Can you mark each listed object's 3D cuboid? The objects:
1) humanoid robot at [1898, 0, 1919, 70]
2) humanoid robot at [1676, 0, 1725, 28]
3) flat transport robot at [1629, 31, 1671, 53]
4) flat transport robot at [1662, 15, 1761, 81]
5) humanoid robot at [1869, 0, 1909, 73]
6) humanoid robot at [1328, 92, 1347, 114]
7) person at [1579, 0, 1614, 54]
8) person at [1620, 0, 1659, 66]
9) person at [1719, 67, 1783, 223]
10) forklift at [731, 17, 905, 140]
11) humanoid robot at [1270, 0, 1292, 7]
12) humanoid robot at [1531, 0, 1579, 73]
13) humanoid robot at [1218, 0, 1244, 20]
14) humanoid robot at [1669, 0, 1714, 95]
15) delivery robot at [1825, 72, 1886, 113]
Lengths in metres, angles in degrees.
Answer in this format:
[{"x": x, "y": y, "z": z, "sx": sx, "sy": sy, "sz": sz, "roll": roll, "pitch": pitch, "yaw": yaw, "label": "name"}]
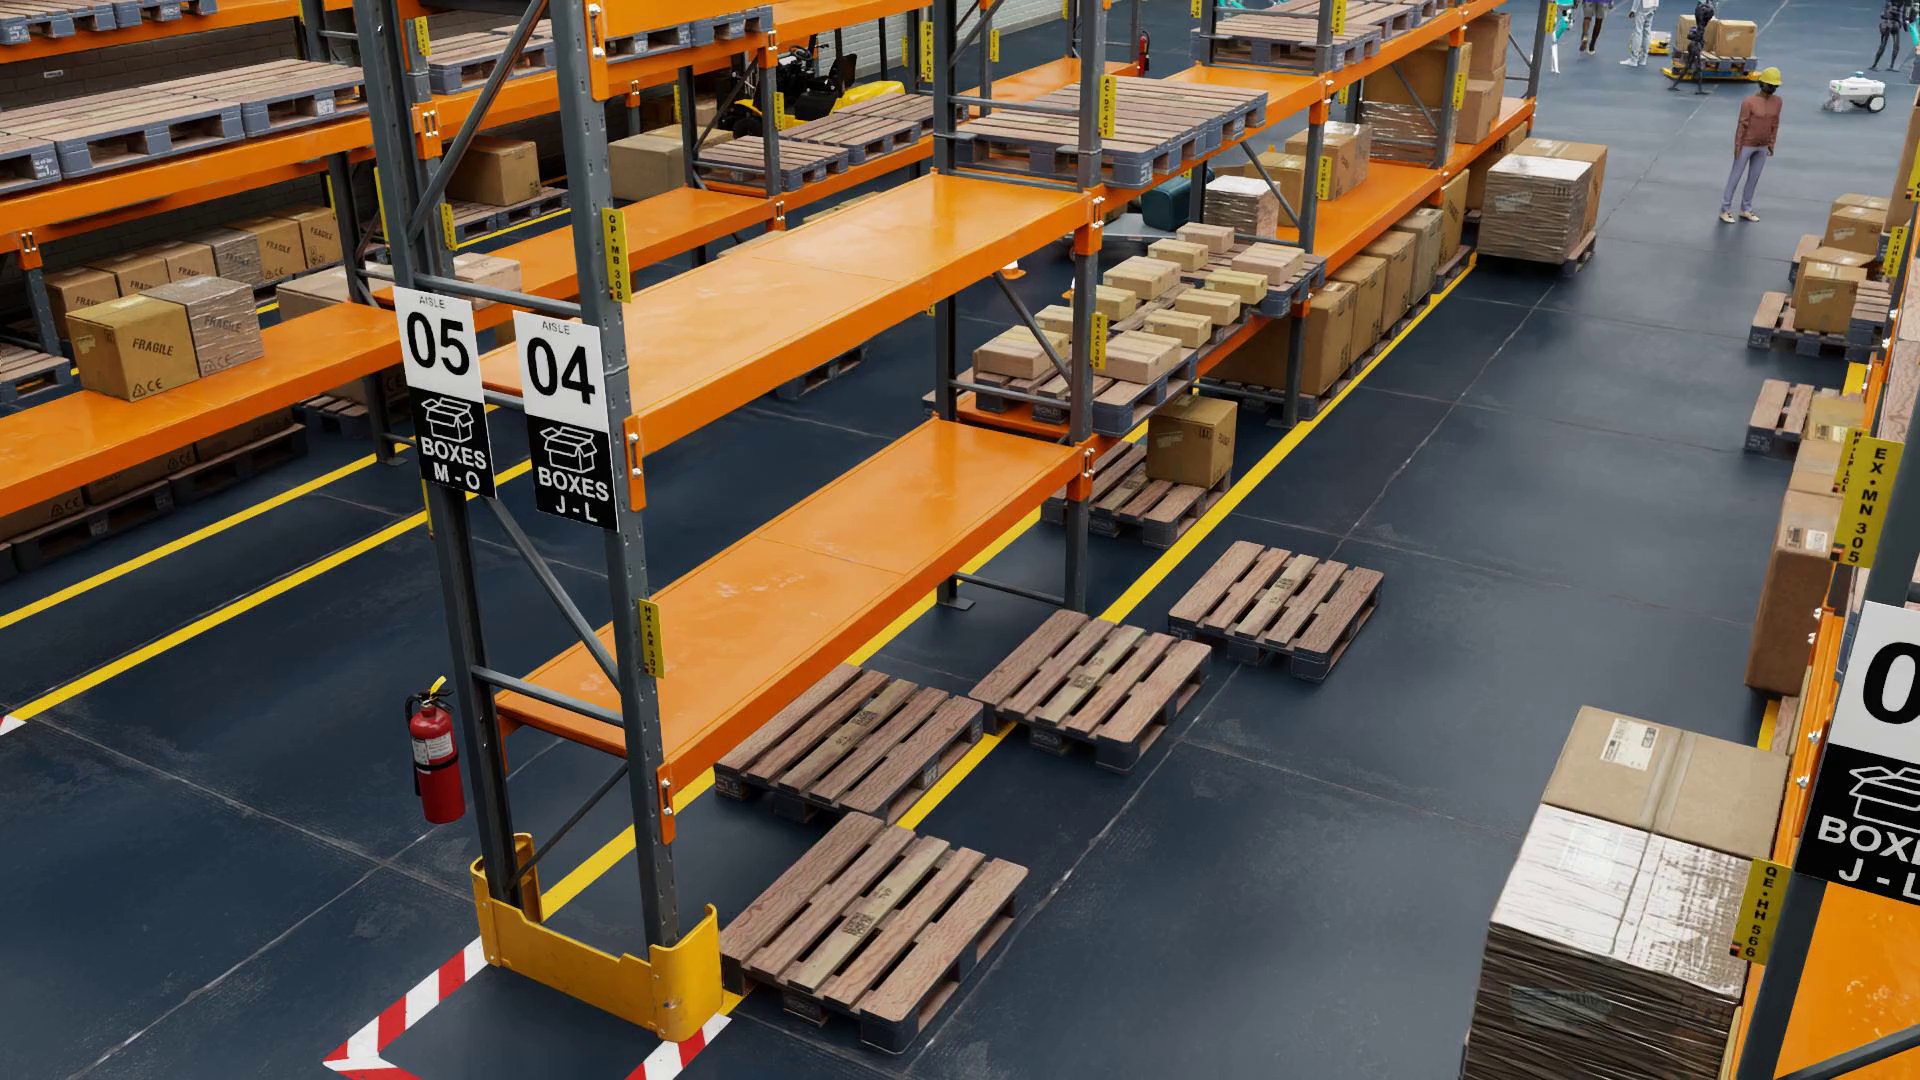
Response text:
[{"x": 16.070, "y": -8.678, "z": 27.700, "sx": 0.534, "sy": 1.798, "sz": 0.726, "roll": -8, "pitch": 27, "yaw": -17, "label": "humanoid robot"}, {"x": 14.334, "y": -10.600, "z": 31.723, "sx": 1.007, "sy": 1.764, "sz": 0.531, "roll": -2, "pitch": 26, "yaw": -4, "label": "humanoid robot"}, {"x": 12.474, "y": -9.003, "z": 30.050, "sx": 0.659, "sy": 0.231, "sz": 1.431, "roll": 10, "pitch": 27, "yaw": 20, "label": "flat transport robot"}, {"x": 12.396, "y": -7.724, "z": 27.392, "sx": 1.431, "sy": 0.231, "sz": 0.659, "roll": 2, "pitch": 26, "yaw": 5, "label": "flat transport robot"}, {"x": 15.570, "y": -8.641, "z": 27.675, "sx": 0.590, "sy": 1.652, "sz": 0.409, "roll": -13, "pitch": 29, "yaw": -25, "label": "humanoid robot"}, {"x": 5.660, "y": -7.143, "z": 24.621, "sx": 0.792, "sy": 1.628, "sz": 0.600, "roll": -12, "pitch": 28, "yaw": -23, "label": "humanoid robot"}, {"x": 11.218, "y": -9.526, "z": 29.202, "sx": 0.599, "sy": 1.946, "sz": 0.504, "roll": 11, "pitch": 28, "yaw": 22, "label": "person"}, {"x": 11.626, "y": -9.041, "z": 28.228, "sx": 0.589, "sy": 1.919, "sz": 0.392, "roll": -15, "pitch": 29, "yaw": -28, "label": "person"}, {"x": 9.069, "y": -4.496, "z": 18.974, "sx": 0.517, "sy": 1.759, "sz": 0.344, "roll": -6, "pitch": 26, "yaw": -13, "label": "person"}, {"x": -1.819, "y": -5.975, "z": 21.543, "sx": 2.313, "sy": 2.155, "sz": 1.214, "roll": 14, "pitch": 29, "yaw": 26, "label": "forklift"}, {"x": 5.978, "y": -10.039, "z": 30.522, "sx": 0.692, "sy": 1.807, "sz": 0.542, "roll": 18, "pitch": 31, "yaw": 33, "label": "humanoid robot"}, {"x": 9.928, "y": -8.779, "z": 27.916, "sx": 0.535, "sy": 1.768, "sz": 0.970, "roll": -5, "pitch": 26, "yaw": -10, "label": "humanoid robot"}, {"x": 4.989, "y": -10.057, "z": 30.568, "sx": 0.877, "sy": 1.785, "sz": 0.549, "roll": -16, "pitch": 30, "yaw": -30, "label": "humanoid robot"}, {"x": 11.571, "y": -7.820, "z": 26.011, "sx": 0.645, "sy": 1.636, "sz": 0.617, "roll": 14, "pitch": 29, "yaw": 26, "label": "humanoid robot"}, {"x": 13.458, "y": -6.725, "z": 24.967, "sx": 0.769, "sy": 0.577, "sz": 0.499, "roll": 0, "pitch": 26, "yaw": 0, "label": "delivery robot"}]
